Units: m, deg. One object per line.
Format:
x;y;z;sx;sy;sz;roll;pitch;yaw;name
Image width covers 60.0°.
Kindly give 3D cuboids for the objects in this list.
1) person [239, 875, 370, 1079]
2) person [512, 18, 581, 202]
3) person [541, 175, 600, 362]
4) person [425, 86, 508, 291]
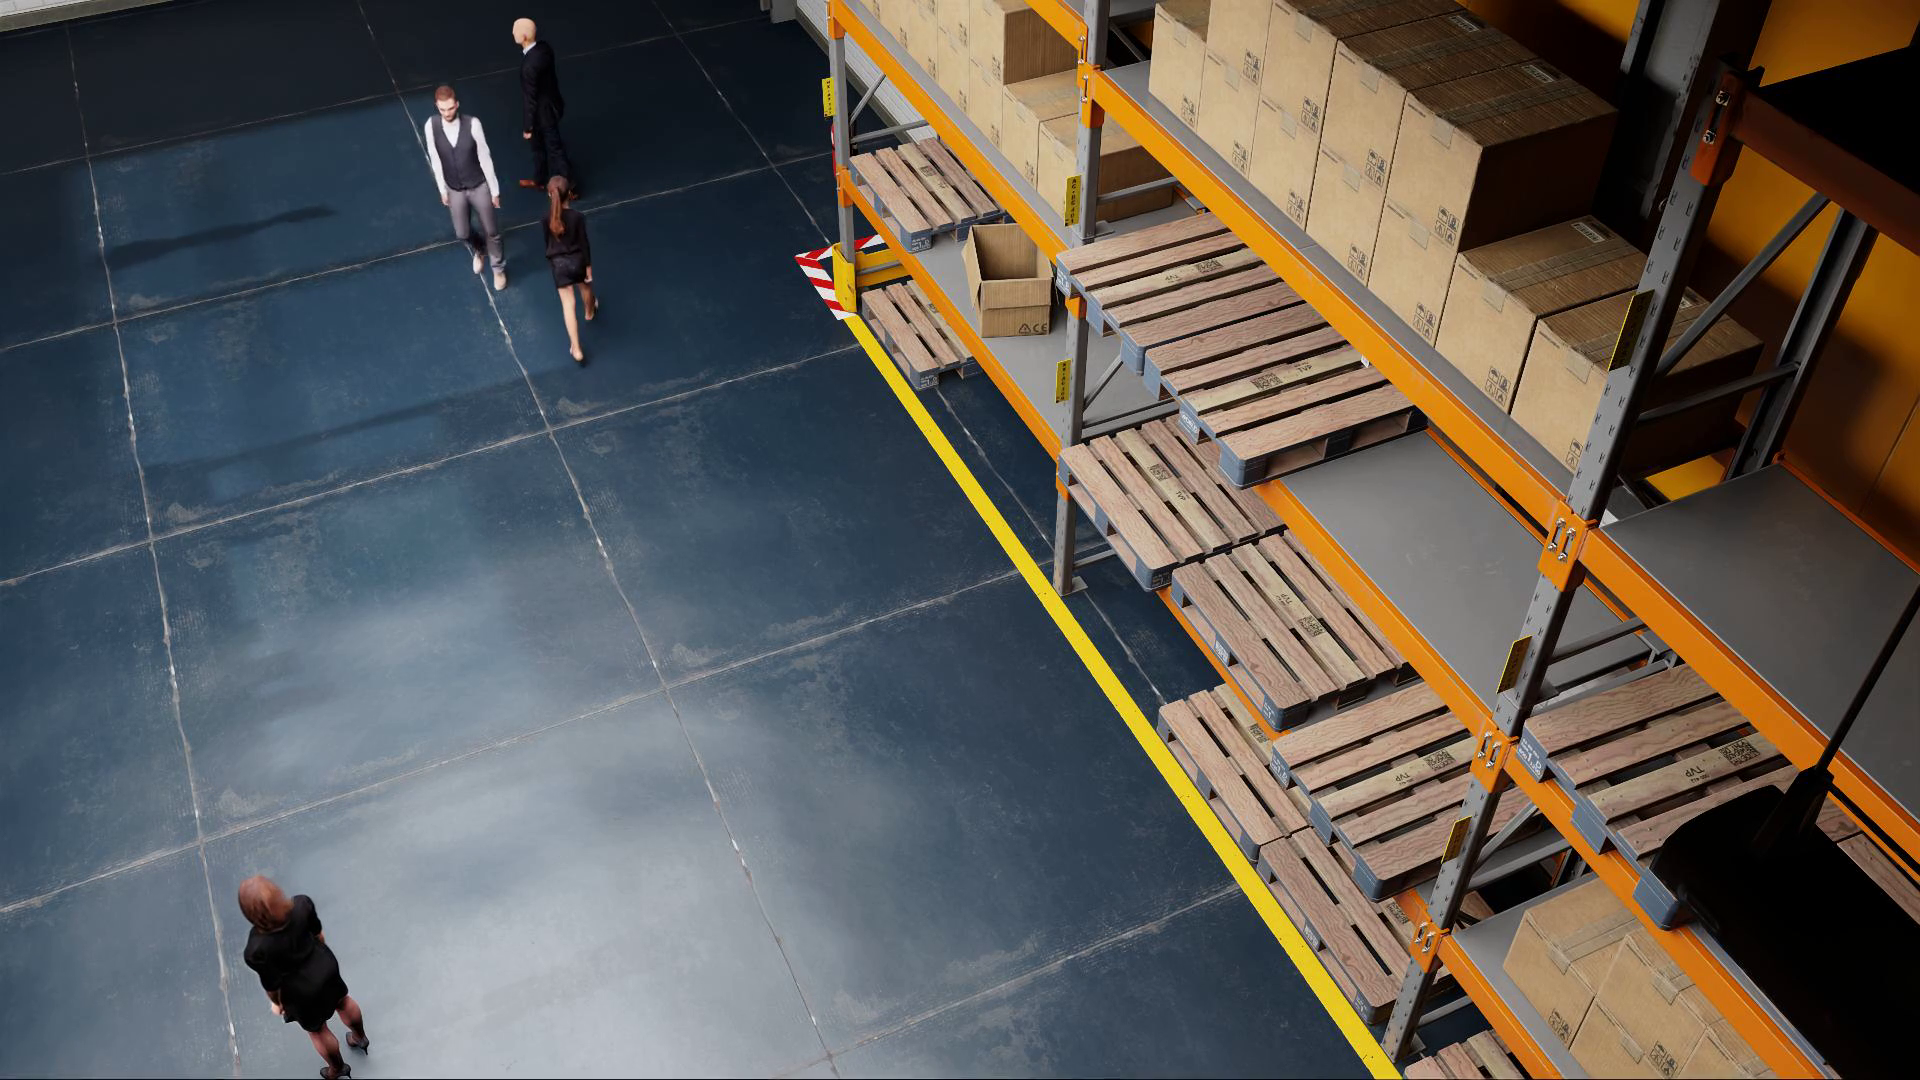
-3.401;2.285;8.659;0.696;1.705;0.651;17;46;17;person
-3.676;-3.870;15.061;0.985;1.787;0.950;2;44;2;person
-3.167;-2.177;13.484;0.830;1.512;1.142;-3;44;-3;person
-4.154;-3.036;14.089;0.800;1.919;0.834;-4;44;-4;person
